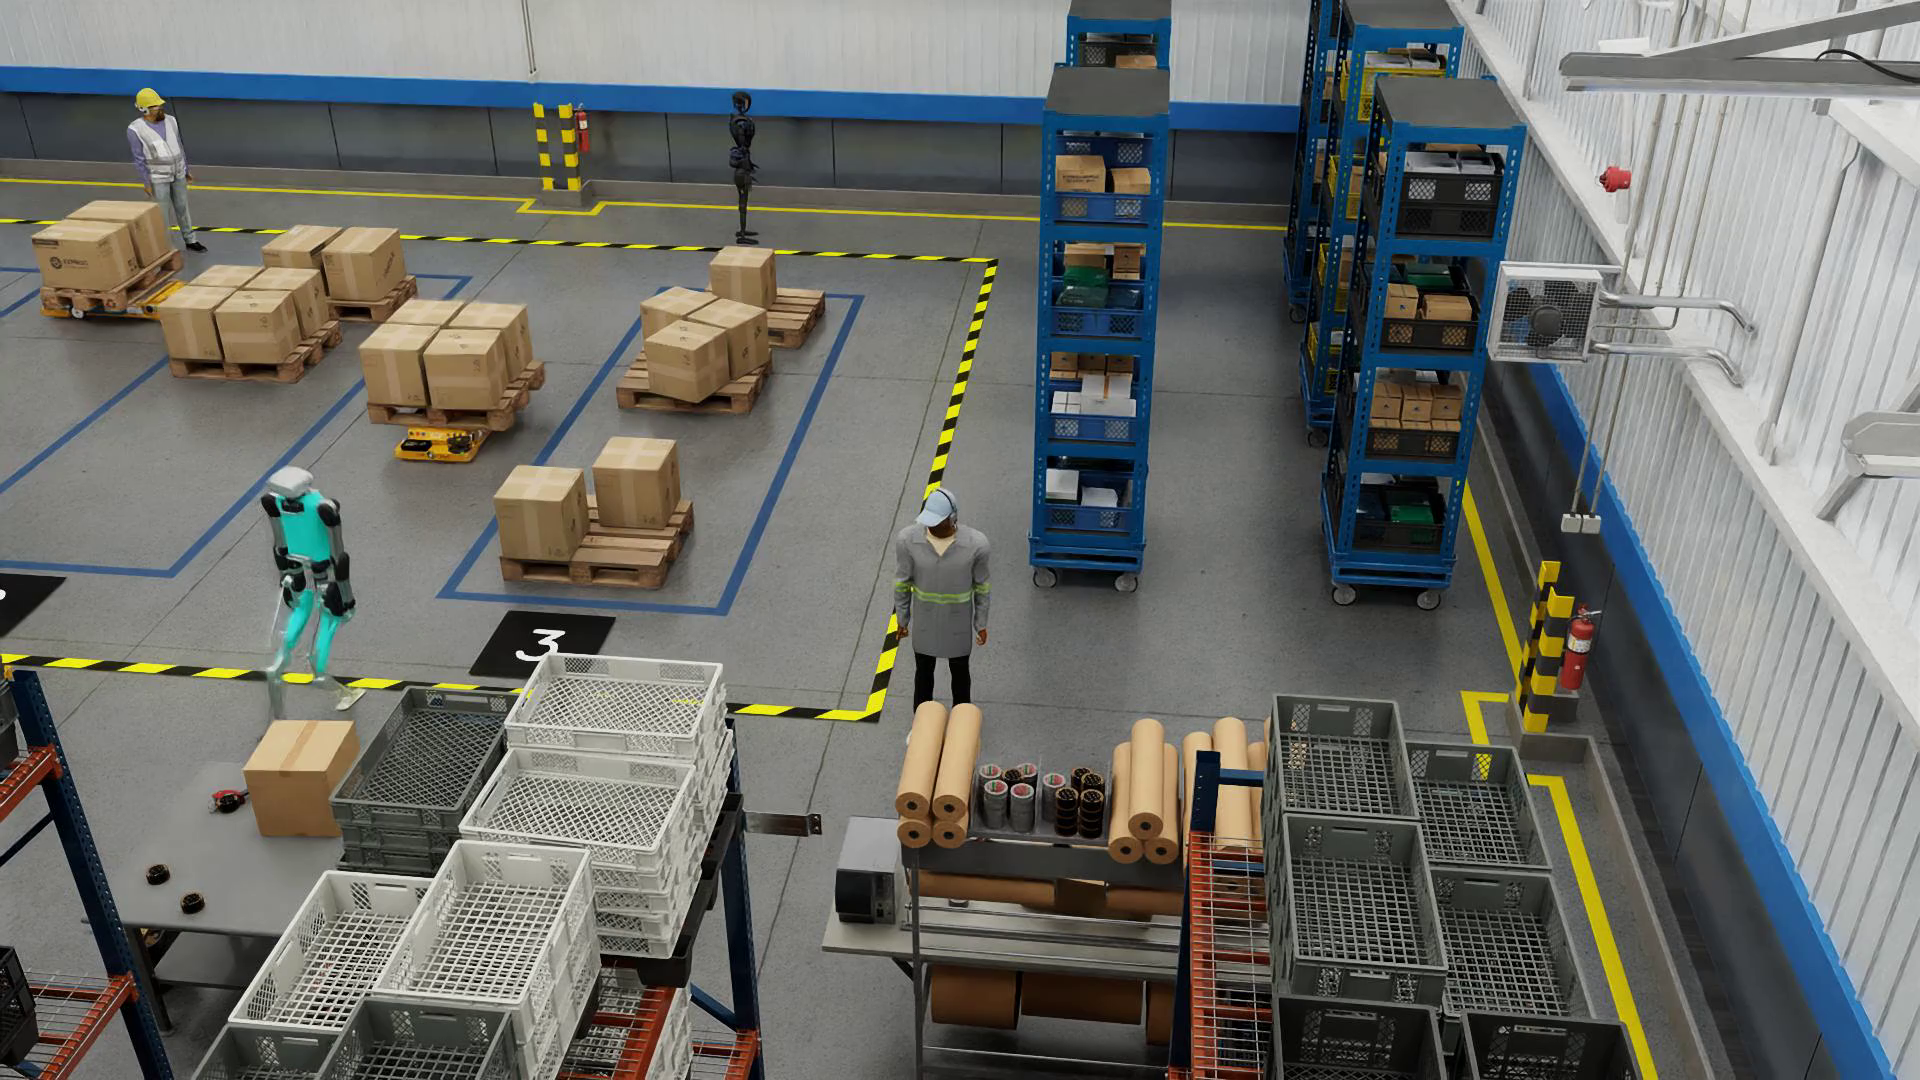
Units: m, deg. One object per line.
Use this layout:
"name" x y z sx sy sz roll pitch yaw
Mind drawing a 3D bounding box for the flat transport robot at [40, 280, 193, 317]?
"flat transport robot" -8.491 -2.462 16.874 1.431 0.197 0.652 3 30 6

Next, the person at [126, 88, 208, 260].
"person" -8.525 -3.929 17.863 0.404 1.836 0.597 16 34 26

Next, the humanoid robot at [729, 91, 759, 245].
"humanoid robot" -2.378 -4.122 18.342 0.315 1.654 0.599 -2 30 -4

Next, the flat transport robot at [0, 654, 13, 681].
"flat transport robot" -7.142 0.969 11.010 1.431 0.231 0.659 3 30 6

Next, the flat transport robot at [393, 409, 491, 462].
"flat transport robot" -4.360 -1.102 14.538 0.652 0.197 1.431 3 30 6

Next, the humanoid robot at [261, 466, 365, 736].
"humanoid robot" -4.194 0.501 10.374 0.541 1.784 0.915 9 32 16

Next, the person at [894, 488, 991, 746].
"person" -0.114 0.494 10.252 0.596 1.849 0.387 3 30 6
